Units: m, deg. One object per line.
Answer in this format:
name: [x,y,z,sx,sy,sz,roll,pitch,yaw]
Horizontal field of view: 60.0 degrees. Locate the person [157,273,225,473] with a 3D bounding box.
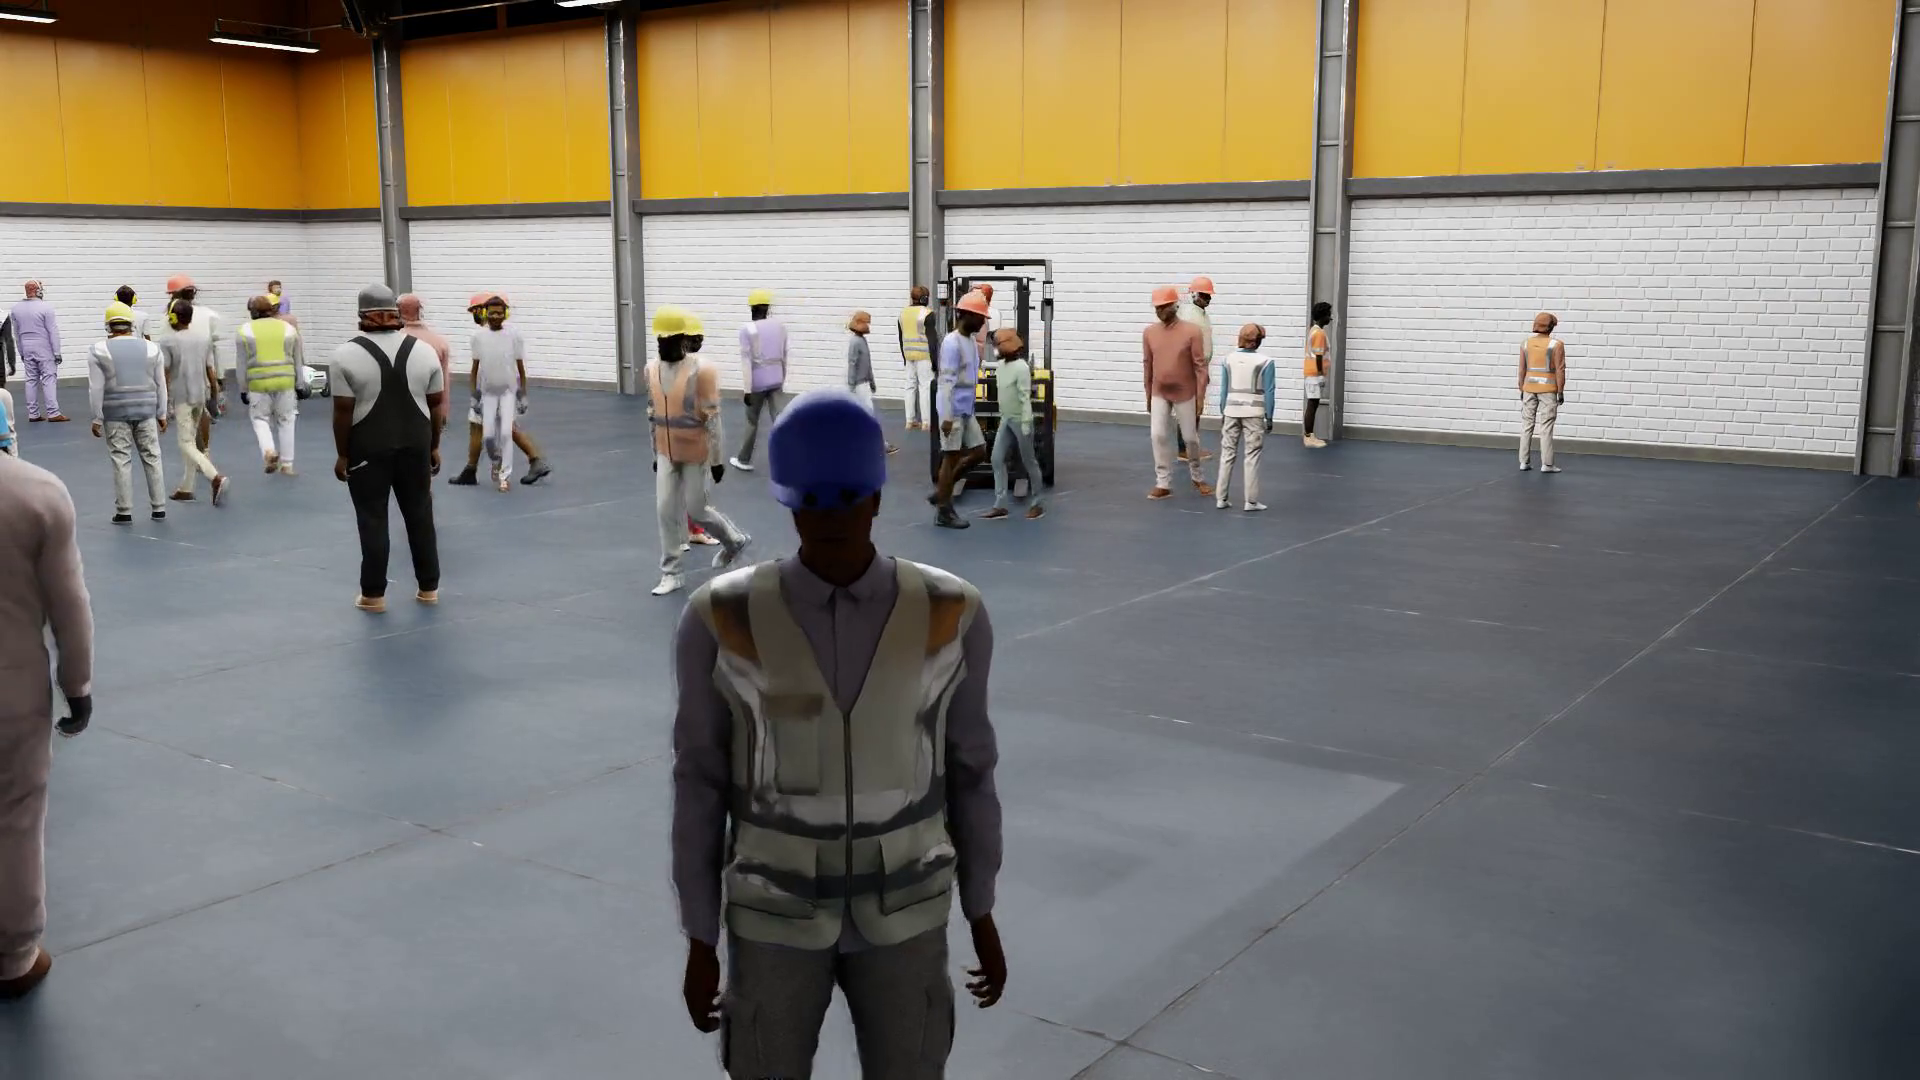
person: [-7.920,-1.697,16.991,0.636,2.027,0.647,6,11,33]

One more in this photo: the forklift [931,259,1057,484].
forklift: [0.370,-1.738,16.759,1.214,2.155,2.313,1,10,3]

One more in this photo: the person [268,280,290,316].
person: [-11.741,-3.563,28.720,0.603,1.819,0.612,7,12,35]

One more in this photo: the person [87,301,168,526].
person: [-6.820,-1.033,13.645,0.595,1.828,0.403,-8,13,-41]

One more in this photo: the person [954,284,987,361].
person: [0.139,-1.878,18.446,0.406,1.911,0.636,2,10,11]

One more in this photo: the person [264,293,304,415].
person: [-9.415,-2.561,23.092,0.600,1.700,0.859,-1,10,-8]

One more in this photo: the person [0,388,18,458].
person: [-6.297,-0.430,10.638,0.501,1.631,0.287,-6,11,-31]

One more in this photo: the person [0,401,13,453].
person: [-5.800,-0.302,9.673,0.538,1.698,0.320,-2,10,-14]

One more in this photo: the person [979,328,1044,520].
person: [0.423,-0.957,13.855,0.686,1.587,0.600,-6,11,-30]

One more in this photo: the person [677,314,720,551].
person: [-2.024,-0.810,12.502,0.316,1.769,0.523,7,12,36]

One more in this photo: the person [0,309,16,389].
person: [-11.956,-2.213,20.471,0.612,1.897,0.457,-2,10,-12]

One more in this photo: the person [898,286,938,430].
person: [-0.503,-2.326,21.312,0.625,1.844,0.429,9,13,42]

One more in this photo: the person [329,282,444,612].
person: [-3.577,-0.585,10.345,0.688,2.000,0.534,-7,12,-36]

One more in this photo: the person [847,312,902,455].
person: [-1.031,-1.725,18.465,0.778,1.593,0.518,1,10,5]

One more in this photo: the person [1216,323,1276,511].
person: [2.484,-1.062,14.438,0.526,1.626,0.329,7,12,35]

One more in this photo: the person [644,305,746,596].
person: [-1.752,-0.607,10.948,0.610,1.888,0.773,5,11,28]

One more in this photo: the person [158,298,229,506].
person: [-6.815,-1.223,14.745,0.837,1.847,0.519,5,11,29]

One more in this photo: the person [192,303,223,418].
person: [-10.197,-2.379,22.334,0.852,1.589,0.506,5,11,29]

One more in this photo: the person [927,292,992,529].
person: [0.010,-1.042,13.461,0.487,1.906,0.642,4,10,22]

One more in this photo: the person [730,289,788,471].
person: [-1.994,-1.593,16.842,0.609,1.874,0.992,-8,12,-38]

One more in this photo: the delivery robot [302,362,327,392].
delivery robot: [-10.353,-2.563,26.265,0.707,0.478,0.477,6,11,30]

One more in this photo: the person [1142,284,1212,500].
person: [1.978,-1.344,15.140,0.639,1.958,0.740,6,11,30]

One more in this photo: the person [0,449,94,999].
person: [-2.877,0.412,4.845,0.667,1.892,0.420,-3,10,-20]

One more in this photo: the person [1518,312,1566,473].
person: [5.944,-1.503,17.010,0.308,1.639,0.511,-8,12,-40]

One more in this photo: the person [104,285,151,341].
person: [-10.040,-2.142,20.132,0.533,1.869,0.311,-6,11,-30]

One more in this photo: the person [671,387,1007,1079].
person: [-0.219,0.682,3.133,0.641,1.941,0.469,-2,10,-10]

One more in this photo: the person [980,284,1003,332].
person: [0.298,-2.156,20.177,0.355,1.883,0.574,6,11,31]

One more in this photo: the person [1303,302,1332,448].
person: [4.151,-1.917,19.323,0.317,1.693,0.538,2,10,11]

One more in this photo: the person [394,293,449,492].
person: [-4.526,-1.084,13.744,0.671,1.893,0.542,-9,13,-42]

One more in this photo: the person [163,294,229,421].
person: [-10.498,-2.589,22.784,0.645,1.891,1.036,3,10,15]

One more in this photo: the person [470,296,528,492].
person: [-4.364,-1.393,15.779,0.528,1.846,0.595,-2,10,-9]

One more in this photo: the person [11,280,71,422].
person: [-12.336,-2.528,22.316,0.642,1.909,0.408,2,10,10]

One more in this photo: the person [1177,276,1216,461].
person: [2.570,-1.847,18.004,0.397,1.990,0.622,5,11,28]

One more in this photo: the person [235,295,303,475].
person: [-6.918,-1.540,16.699,0.644,1.822,0.471,-6,11,-33]

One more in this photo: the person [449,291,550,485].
person: [-4.445,-1.456,16.044,0.967,1.892,0.560,1,10,3]
